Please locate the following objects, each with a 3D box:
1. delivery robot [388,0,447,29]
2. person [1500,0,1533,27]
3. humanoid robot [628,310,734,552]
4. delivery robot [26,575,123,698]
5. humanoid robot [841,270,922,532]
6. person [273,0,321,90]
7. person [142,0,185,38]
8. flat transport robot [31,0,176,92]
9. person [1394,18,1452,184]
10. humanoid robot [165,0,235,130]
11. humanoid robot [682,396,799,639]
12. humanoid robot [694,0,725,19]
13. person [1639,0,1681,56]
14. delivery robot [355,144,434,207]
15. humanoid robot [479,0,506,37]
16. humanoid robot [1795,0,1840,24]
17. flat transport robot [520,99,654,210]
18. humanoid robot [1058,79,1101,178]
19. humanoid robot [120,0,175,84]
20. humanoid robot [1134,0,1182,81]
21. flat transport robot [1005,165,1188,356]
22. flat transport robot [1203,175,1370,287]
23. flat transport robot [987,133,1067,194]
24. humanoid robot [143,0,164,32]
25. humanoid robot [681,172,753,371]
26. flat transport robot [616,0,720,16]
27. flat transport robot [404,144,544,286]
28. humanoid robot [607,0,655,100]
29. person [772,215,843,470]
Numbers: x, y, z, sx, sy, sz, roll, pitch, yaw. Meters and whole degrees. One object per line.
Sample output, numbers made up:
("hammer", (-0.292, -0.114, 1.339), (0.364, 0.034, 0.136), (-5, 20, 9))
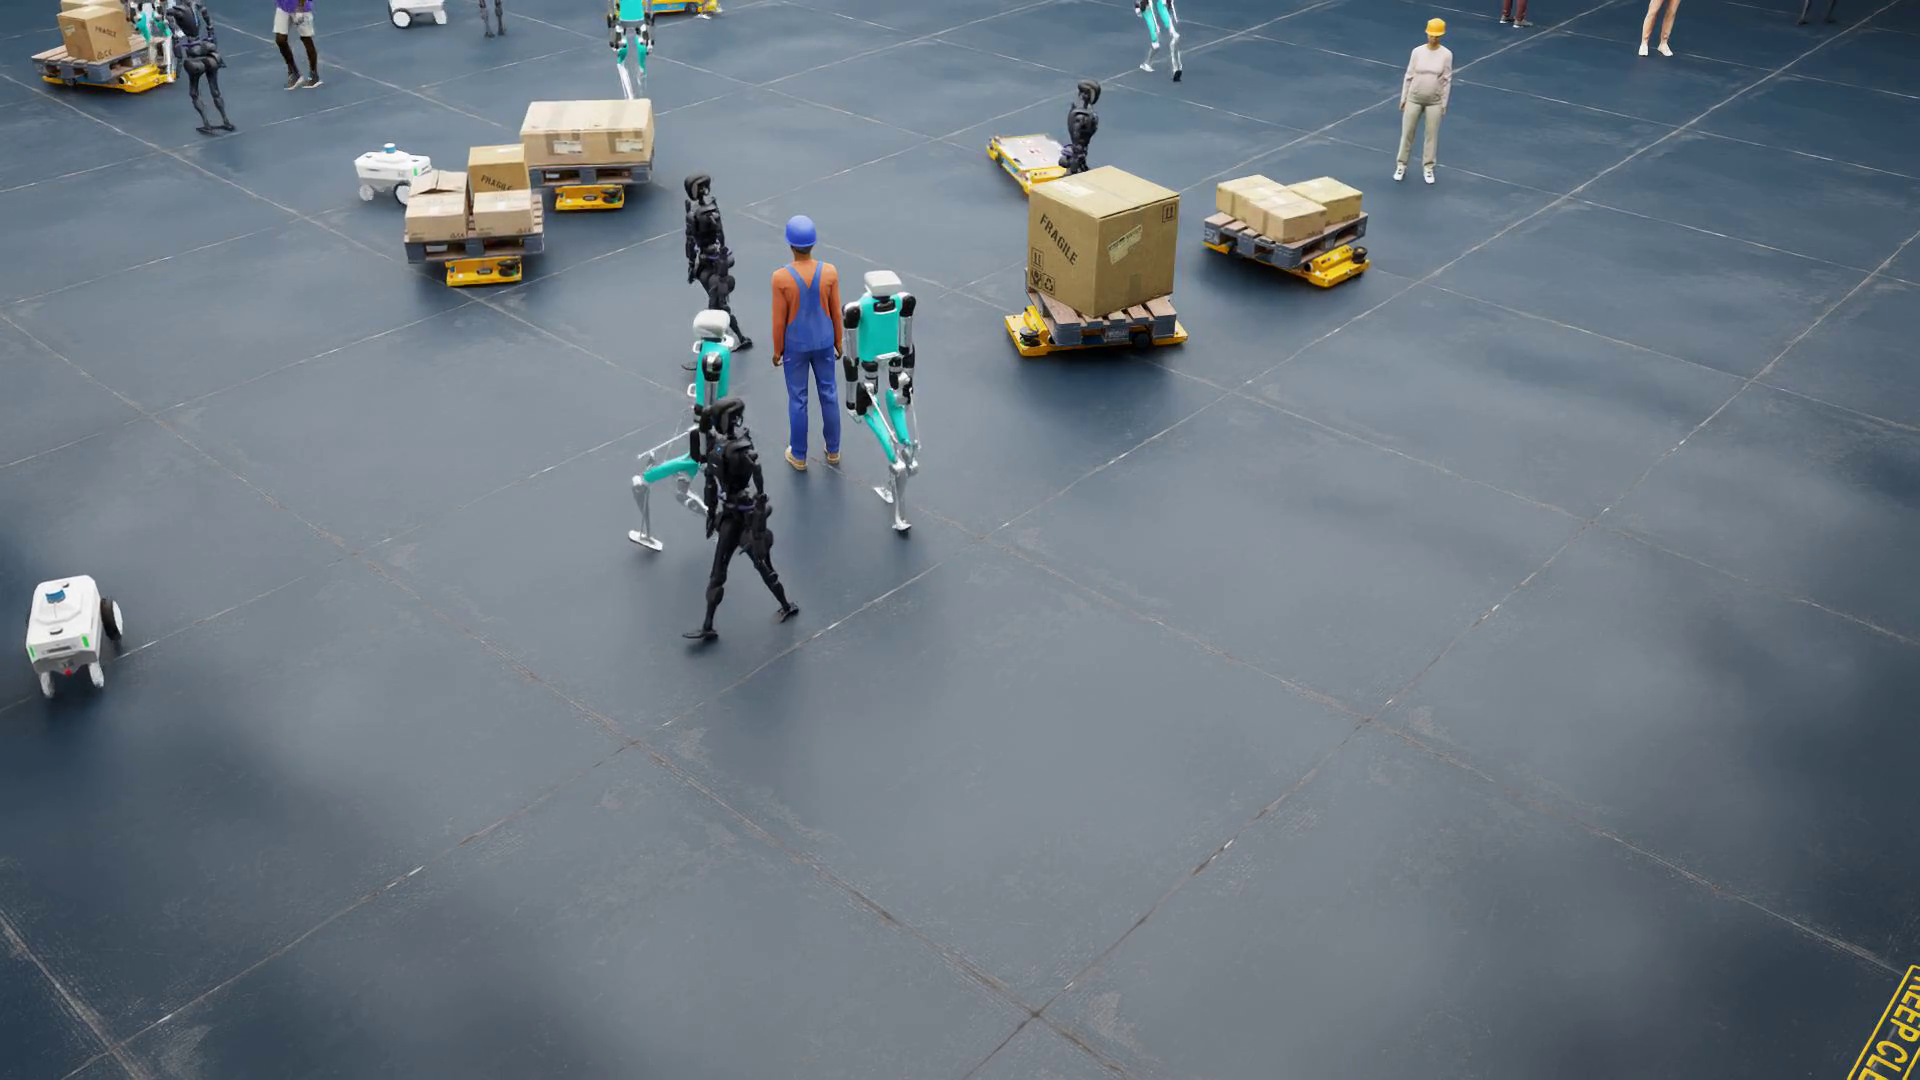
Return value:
("delivery robot", (-7.427, -7.272, 22.612), (0.789, 0.614, 0.499), (-11, 33, -17))
("person", (7.601, -7.820, 22.292), (0.381, 1.806, 0.551), (-16, 35, -24))
("humanoid robot", (-1.896, -0.663, 10.871), (1.004, 1.758, 0.531), (-1, 32, -2))
("delivery robot", (-5.376, 0.535, 10.010), (0.499, 0.583, 0.767), (-11, 34, -18))
("humanoid robot", (-0.419, -0.885, 11.208), (0.550, 1.787, 0.877), (-18, 36, -27))
("person", (-7.961, -6.300, 19.714), (0.603, 1.936, 0.636), (8, 33, 13))
("person", (-10.451, -7.362, 21.477), (0.641, 1.880, 0.789), (2, 32, 3))
("flat transport robot", (-10.425, -5.723, 20.370), (1.431, 0.231, 0.659), (10, 33, 15))
("person", (4.761, -4.502, 17.055), (0.471, 1.690, 0.335), (10, 33, 15))
("humanoid robot", (-8.448, -5.374, 18.479), (0.444, 1.634, 0.616), (15, 35, 23))
("humanoid robot", (-1.351, -0.110, 10.039), (0.583, 1.625, 0.780), (27, 41, 36))
("humanoid robot", (-3.454, -8.006, 22.652), (0.856, 1.752, 0.563), (14, 35, 22))
("person", (8.997, -7.072, 21.028), (0.515, 1.867, 0.367), (1, 32, 2))
("delivery robot", (-5.716, -3.707, 16.857), (0.802, 0.600, 0.499), (7, 33, 11))
("humanoid robot", (-6.236, -7.449, 21.840), (0.609, 1.662, 0.384), (-10, 33, -15))
("humanoid robot", (11.733, -7.795, 22.390), (0.675, 1.635, 0.585), (-14, 35, -22))
("flat transport robot", (-3.775, -3.738, 17.174), (0.659, 0.231, 1.431), (-3, 32, -6))
("humanoid robot", (1.089, -3.432, 15.359), (0.356, 1.643, 0.610), (7, 33, 11))
("humanoid robot", (-9.699, -6.305, 19.955), (0.532, 1.810, 0.788), (-6, 32, -10))
("humanoid robot", (2.496, -6.466, 20.203), (0.547, 1.796, 0.916), (-12, 34, -18))
("flat transport robot", (1.146, -1.836, 14.111), (1.431, 0.231, 0.659), (-6, 32, -9))
("flat transport robot", (3.036, -2.721, 15.535), (0.659, 0.231, 1.431), (-28, 41, -37))
("flat transport robot", (0.812, -3.981, 17.565), (0.659, 0.231, 1.431), (-9, 33, -15))
("humanoid robot", (-10.884, -7.619, 22.134), (0.769, 1.886, 0.562), (26, 40, 35))
("humanoid robot", (-2.021, -2.183, 13.374), (0.781, 1.621, 0.591), (-24, 39, -34))
("flat transport robot", (-4.121, -7.540, 23.295), (1.431, 0.231, 0.659), (-8, 33, -12))
("flat transport robot", (-4.488, -2.735, 15.558), (0.659, 0.231, 1.431), (-6, 32, -10))
("humanoid robot", (-3.765, -5.678, 19.013), (0.557, 1.901, 0.740), (-11, 34, -17))
("person", (-1.082, -1.398, 11.849), (0.520, 1.912, 0.360), (-11, 33, -16))
